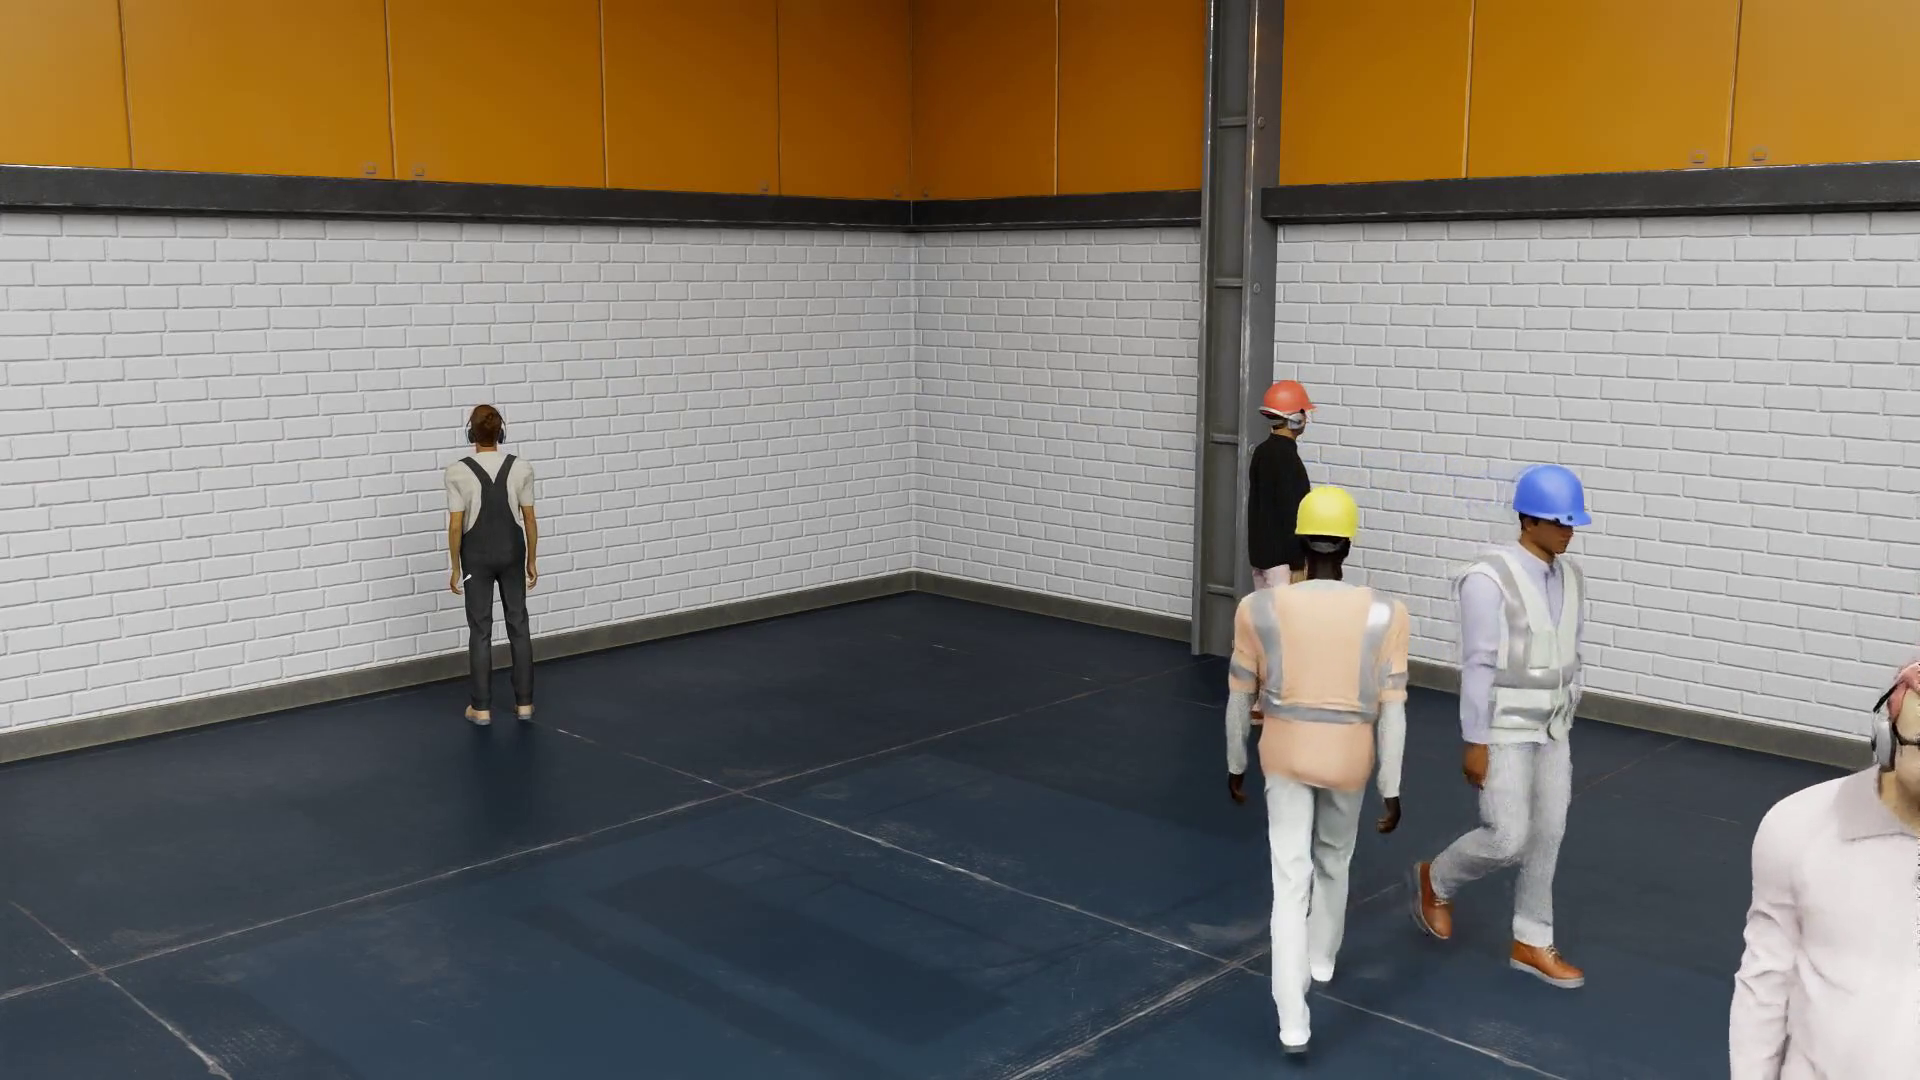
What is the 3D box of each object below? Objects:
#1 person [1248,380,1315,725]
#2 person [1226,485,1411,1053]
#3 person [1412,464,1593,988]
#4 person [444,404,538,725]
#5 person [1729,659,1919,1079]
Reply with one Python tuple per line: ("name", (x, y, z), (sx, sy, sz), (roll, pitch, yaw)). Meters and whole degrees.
("person", (1.795, 0.105, 9.301), (0.374, 1.997, 0.613), (-2, 9, -10))
("person", (1.215, 0.751, 5.719), (0.603, 1.882, 0.979), (2, 9, 11))
("person", (2.009, 0.666, 6.086), (0.654, 1.923, 0.599), (-6, 11, -31))
("person", (-2.682, 0.140, 9.553), (0.508, 1.846, 0.345), (-5, 10, -27))
("person", (1.866, 1.142, 3.283), (0.648, 1.891, 0.528), (6, 11, 33))
